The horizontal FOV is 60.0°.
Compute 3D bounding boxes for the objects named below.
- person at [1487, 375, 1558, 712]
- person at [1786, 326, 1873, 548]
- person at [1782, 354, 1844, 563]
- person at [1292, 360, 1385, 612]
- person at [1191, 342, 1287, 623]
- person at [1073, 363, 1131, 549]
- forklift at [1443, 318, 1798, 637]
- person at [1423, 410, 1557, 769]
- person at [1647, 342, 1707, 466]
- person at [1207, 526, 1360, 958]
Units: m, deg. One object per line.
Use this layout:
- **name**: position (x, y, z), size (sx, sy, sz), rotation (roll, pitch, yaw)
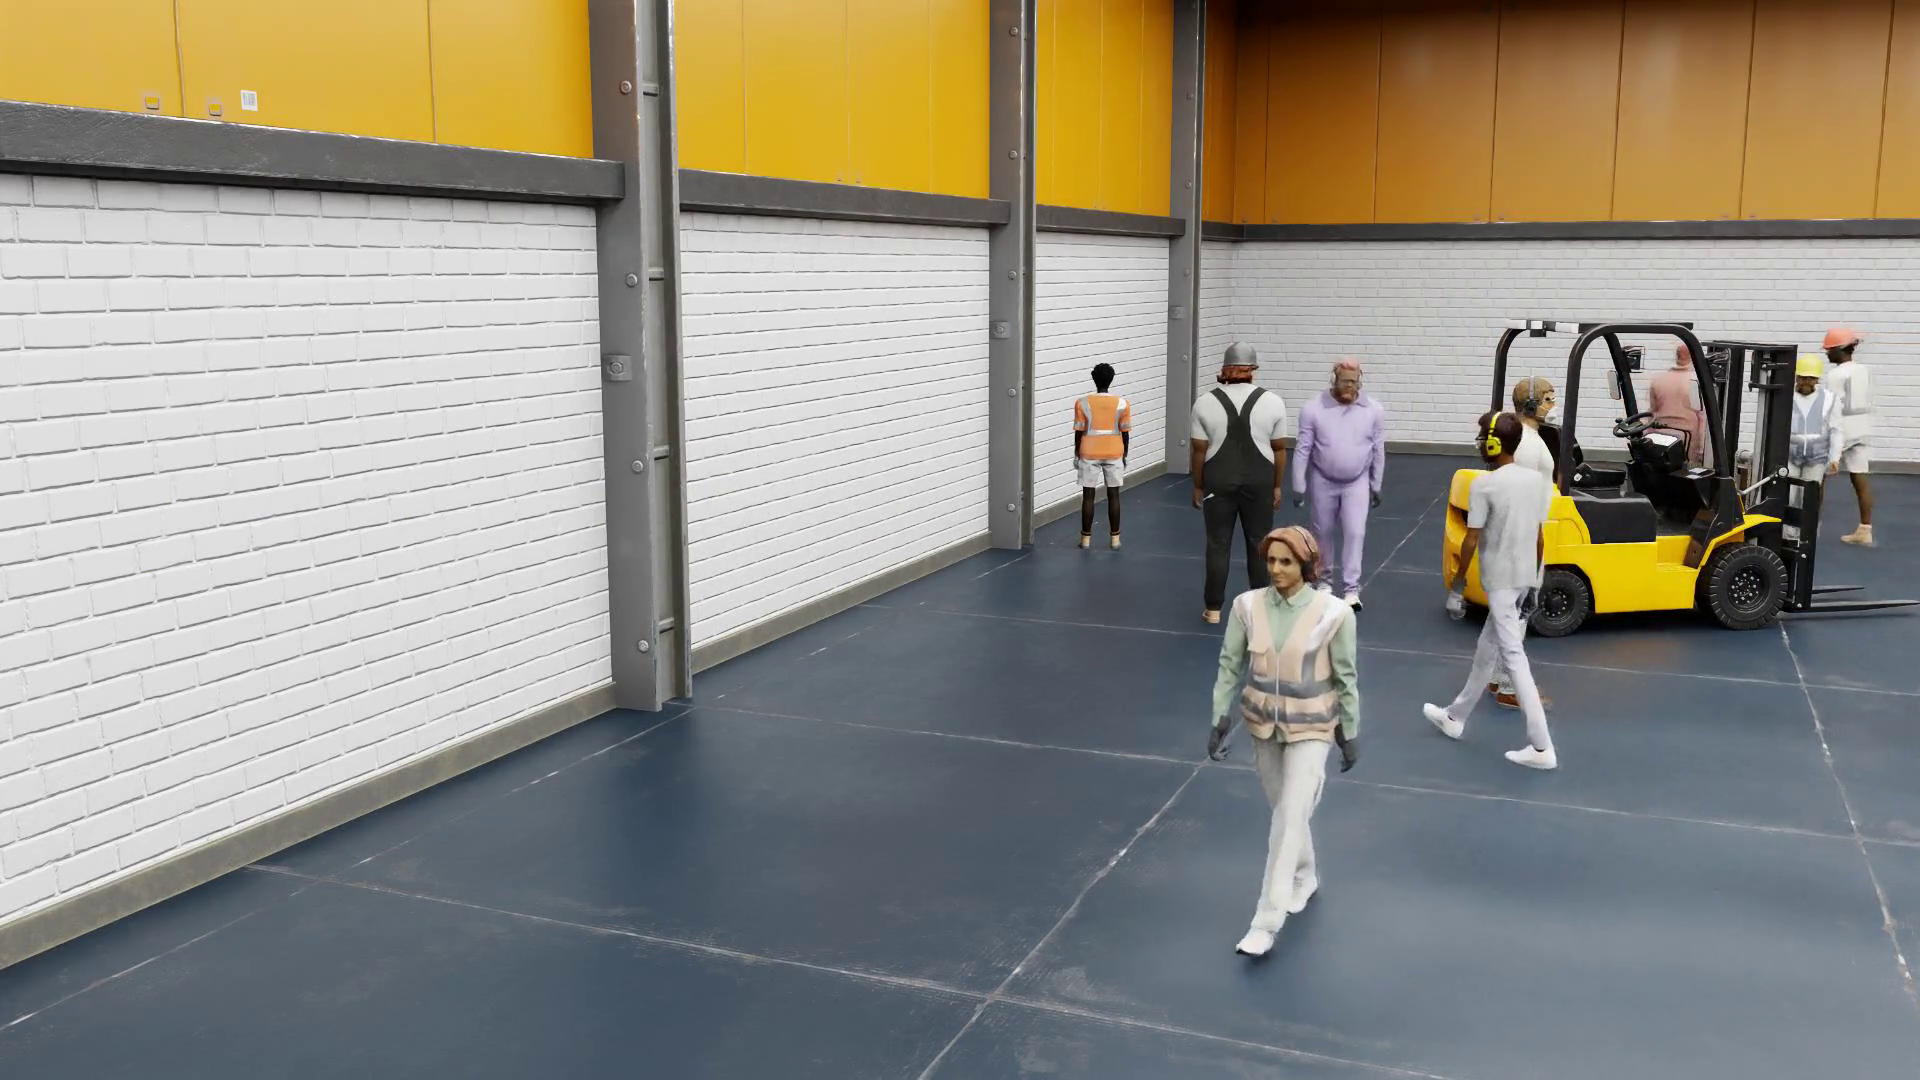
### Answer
- **person**: position (3.270, 0.015, 9.663), size (0.372, 1.940, 0.631), rotation (2, 10, 10)
- **person**: position (8.081, -0.959, 15.352), size (0.658, 1.997, 0.919), rotation (-5, 11, -27)
- **person**: position (7.251, -0.692, 14.328), size (0.613, 1.808, 0.519), rotation (3, 10, 19)
- **person**: position (2.820, -0.397, 12.388), size (0.684, 1.854, 0.956), rotation (2, 9, 9)
- **person**: position (1.996, -0.415, 11.959), size (0.673, 2.000, 0.536), rotation (2, 9, 9)
- **person**: position (1.283, -0.755, 15.080), size (0.535, 1.691, 0.318), rotation (-1, 9, -4)
- **forklift**: position (4.706, -0.497, 11.990), size (2.313, 2.155, 1.214), rotation (-2, 10, -10)
- **person**: position (2.803, 0.233, 8.705), size (0.517, 1.814, 0.963), rotation (-6, 11, -33)
- **person**: position (6.651, -0.894, 15.349), size (0.789, 1.885, 0.658), rotation (-6, 11, -32)
- **person**: position (1.231, 0.732, 6.344), size (0.536, 1.590, 0.862), rotation (7, 12, 36)
